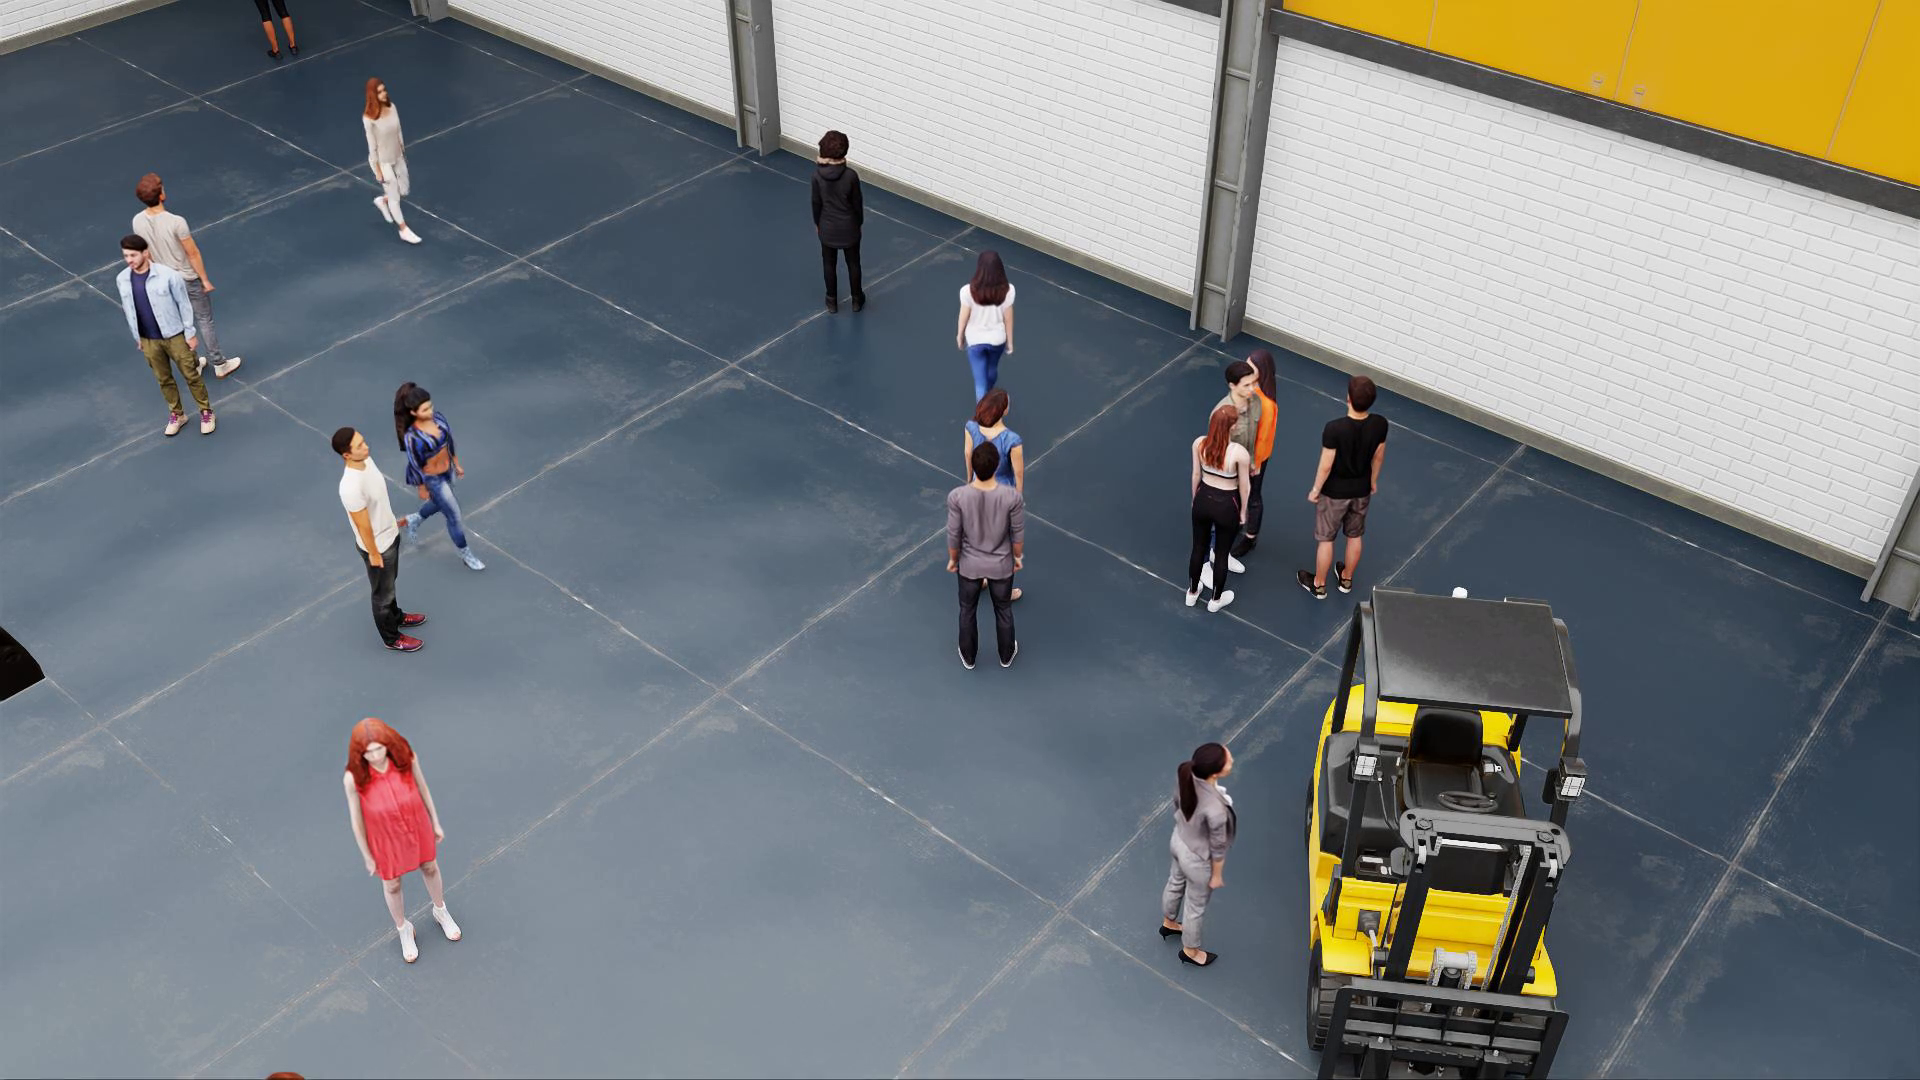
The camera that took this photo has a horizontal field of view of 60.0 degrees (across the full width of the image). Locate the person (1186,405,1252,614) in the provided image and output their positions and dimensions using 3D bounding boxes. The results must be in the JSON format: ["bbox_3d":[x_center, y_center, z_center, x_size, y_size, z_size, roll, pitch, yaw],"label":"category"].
[{"bbox_3d":[1.824,-0.223,11.855,0.519,1.741,0.682,20,43,23],"label":"person"}]

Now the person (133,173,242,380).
[{"bbox_3d":[-6.696,-2.240,14.255,0.703,1.898,0.809,4,39,5],"label":"person"}]

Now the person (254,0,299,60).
[{"bbox_3d":[-8.329,-6.663,19.915,0.642,1.746,0.579,-28,46,-30],"label":"person"}]

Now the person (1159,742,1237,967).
[{"bbox_3d":[1.336,1.766,9.416,0.770,1.677,0.666,-15,41,-18],"label":"person"}]

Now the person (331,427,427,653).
[{"bbox_3d":[-4.067,-0.021,11.552,0.776,1.804,0.704,-5,39,-6],"label":"person"}]

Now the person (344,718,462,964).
[{"bbox_3d":[-3.164,1.674,9.411,0.656,1.826,0.605,-23,44,-26],"label":"person"}]

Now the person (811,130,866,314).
[{"bbox_3d":[-1.100,-2.882,15.152,0.722,1.781,0.793,0,39,0],"label":"person"}]

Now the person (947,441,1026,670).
[{"bbox_3d":[0.174,0.124,11.330,0.712,1.853,0.808,1,39,2],"label":"person"}]

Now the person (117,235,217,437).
[{"bbox_3d":[-6.517,-1.681,13.624,0.732,1.811,0.807,-1,39,-1],"label":"person"}]

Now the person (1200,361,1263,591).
[{"bbox_3d":[1.944,-0.502,12.106,0.579,1.864,0.715,31,48,33],"label":"person"}]

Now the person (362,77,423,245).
[{"bbox_3d":[-5.668,-3.729,16.283,0.919,1.694,0.693,20,43,23],"label":"person"}]

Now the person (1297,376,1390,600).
[{"bbox_3d":[2.768,-0.370,11.943,0.774,1.861,0.799,-8,39,-10],"label":"person"}]

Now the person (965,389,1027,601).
[{"bbox_3d":[0.248,-0.308,11.910,0.553,1.805,0.756,21,43,24],"label":"person"}]

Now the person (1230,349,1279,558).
[{"bbox_3d":[2.161,-0.662,12.398,0.763,1.749,0.658,-12,40,-15],"label":"person"}]

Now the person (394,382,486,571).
[{"bbox_3d":[-3.924,-0.480,12.291,1.056,1.597,0.834,12,40,14],"label":"person"}]

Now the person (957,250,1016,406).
[{"bbox_3d":[0.220,-1.539,13.582,1.060,1.642,1.162,-5,39,-7],"label":"person"}]
